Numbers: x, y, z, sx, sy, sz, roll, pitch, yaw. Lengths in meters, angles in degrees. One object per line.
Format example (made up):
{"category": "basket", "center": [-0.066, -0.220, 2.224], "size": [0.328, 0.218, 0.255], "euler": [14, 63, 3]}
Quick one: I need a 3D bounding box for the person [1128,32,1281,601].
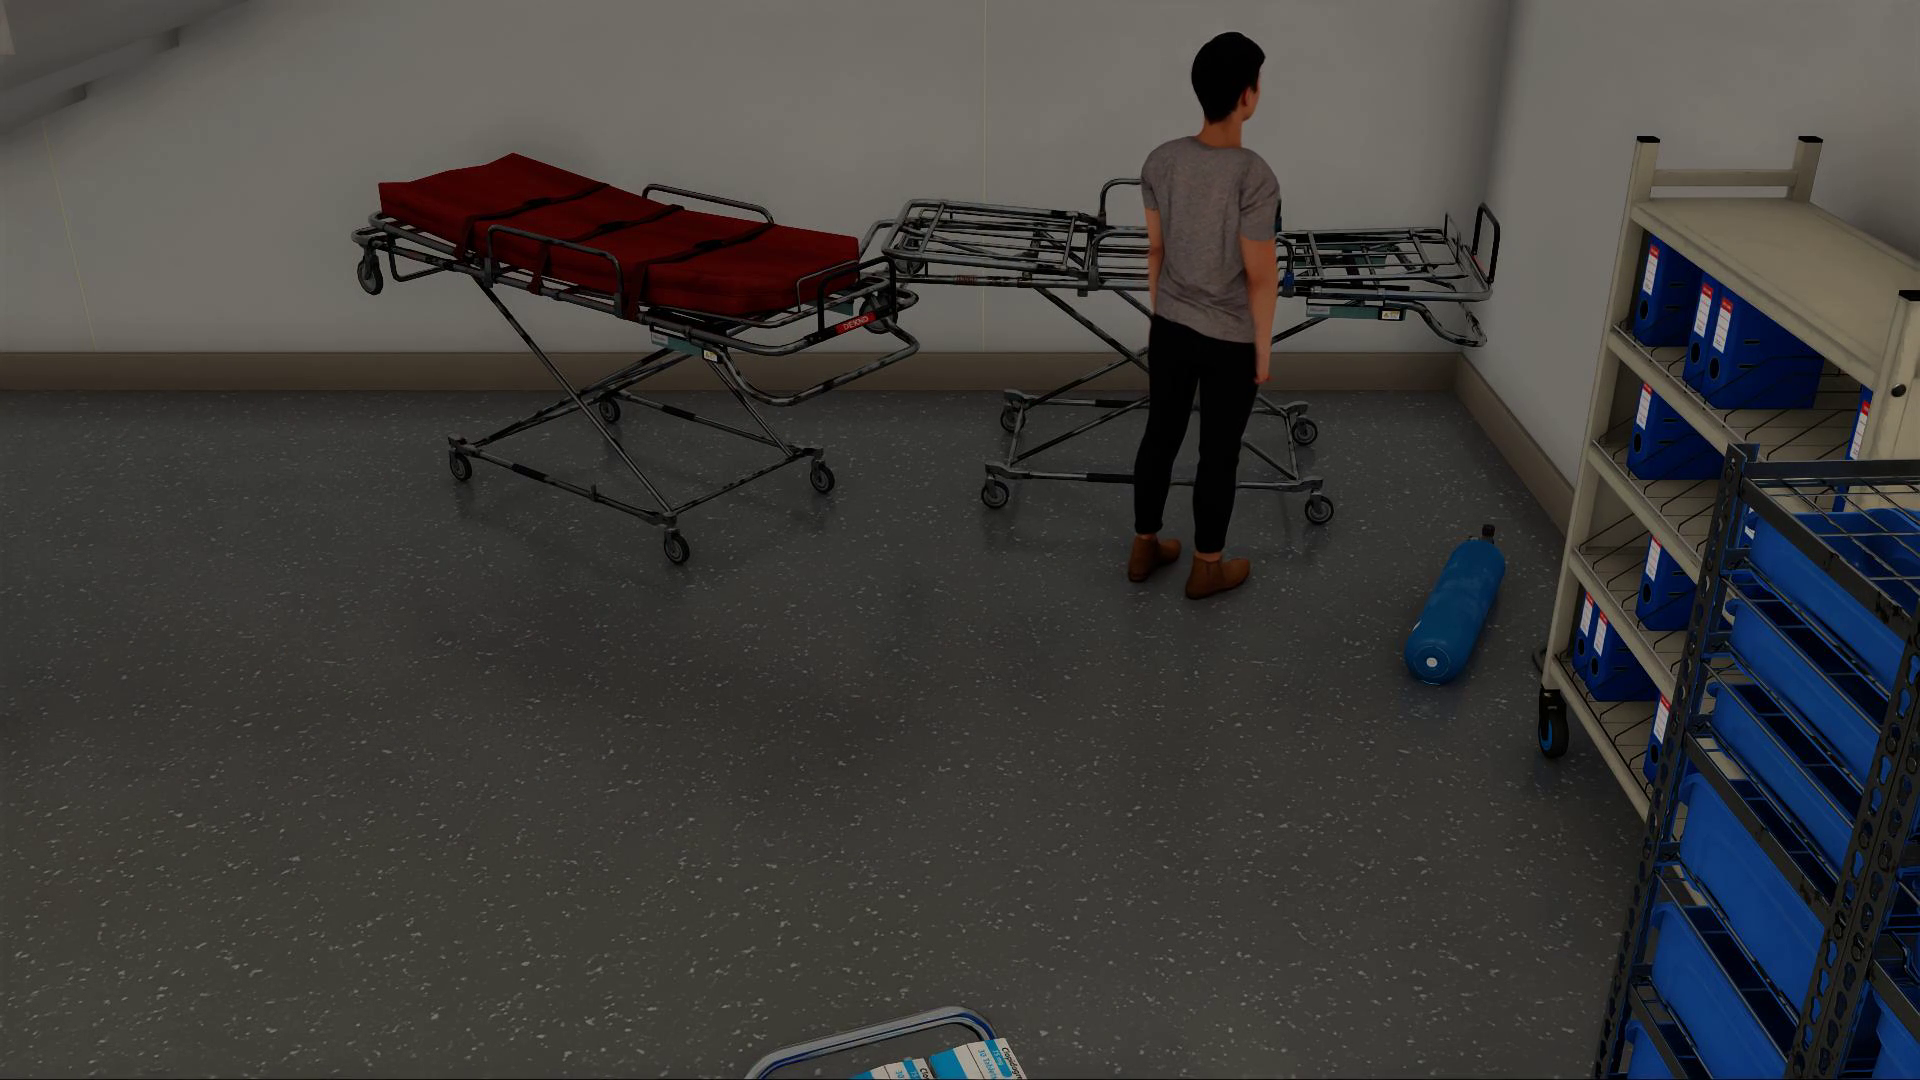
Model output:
{"category": "person", "center": [0.736, -0.651, 5.040], "size": [0.670, 1.721, 0.739], "euler": [21, 33, 37]}
